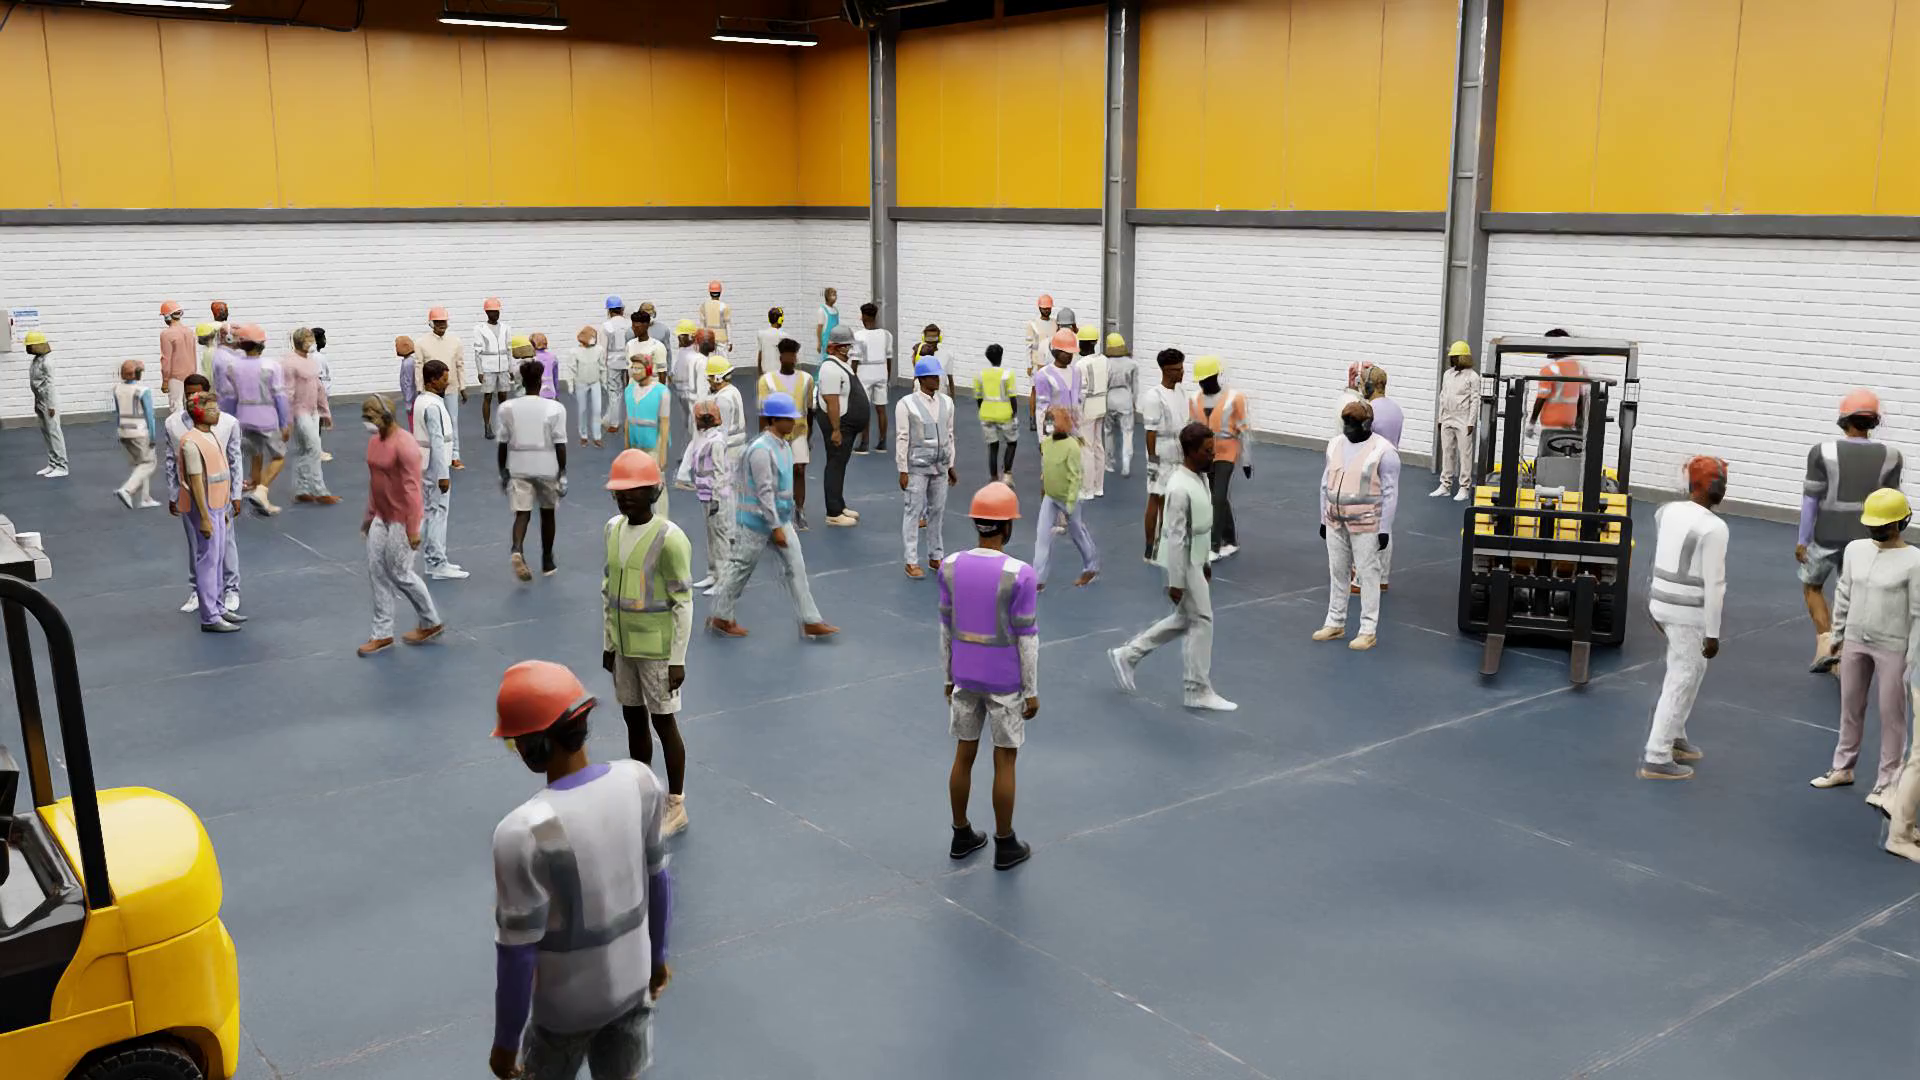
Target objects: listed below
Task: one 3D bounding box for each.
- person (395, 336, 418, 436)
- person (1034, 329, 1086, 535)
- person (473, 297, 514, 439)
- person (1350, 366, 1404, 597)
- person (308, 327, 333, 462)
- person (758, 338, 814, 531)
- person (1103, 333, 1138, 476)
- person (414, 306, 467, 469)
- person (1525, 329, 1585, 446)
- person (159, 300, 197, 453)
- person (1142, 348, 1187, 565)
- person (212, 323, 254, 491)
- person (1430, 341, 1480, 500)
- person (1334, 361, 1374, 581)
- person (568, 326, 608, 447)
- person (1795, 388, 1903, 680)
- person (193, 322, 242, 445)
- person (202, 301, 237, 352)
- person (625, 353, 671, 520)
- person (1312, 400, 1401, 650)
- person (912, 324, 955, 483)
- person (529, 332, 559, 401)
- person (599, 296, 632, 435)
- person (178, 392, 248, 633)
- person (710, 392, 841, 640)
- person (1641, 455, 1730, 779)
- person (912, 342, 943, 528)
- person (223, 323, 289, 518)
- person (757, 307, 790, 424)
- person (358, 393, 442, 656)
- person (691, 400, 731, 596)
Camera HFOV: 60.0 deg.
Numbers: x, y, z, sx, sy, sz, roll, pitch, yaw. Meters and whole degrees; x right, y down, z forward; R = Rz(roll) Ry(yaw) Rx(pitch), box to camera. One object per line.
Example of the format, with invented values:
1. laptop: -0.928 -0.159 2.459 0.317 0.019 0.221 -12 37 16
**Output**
1. person: -6.754 -1.696 20.445 0.289 1.626 0.498 -3 12 -16
2. person: 1.005 -1.059 16.389 0.613 2.031 0.410 -11 16 -42
3. person: -6.389 -2.360 22.873 0.545 1.942 0.354 -11 16 -41
4. person: 3.441 -0.484 13.858 0.381 1.929 0.636 11 16 42
5. person: -8.070 -1.829 20.934 0.322 1.693 0.539 -5 13 -24
6. person: -1.770 -1.101 16.897 0.612 1.917 1.023 -4 12 -18
7. person: 1.890 -1.624 19.895 0.491 1.701 0.758 0 12 1
8. person: -6.303 -1.836 20.206 0.609 1.997 0.370 -7 14 -30
9. person: 6.302 -1.286 17.742 0.659 1.920 0.730 -7 14 -30
10. person: -10.145 -2.113 21.596 0.410 1.980 0.624 2 12 11
11. person: 1.878 -0.766 15.111 0.361 1.964 0.615 8 14 35
12. person: -8.229 -1.505 18.864 0.395 1.899 0.640 -5 13 -24
13. person: 5.458 -1.311 18.289 0.297 1.744 0.487 -9 14 -36
14. person: 3.452 -0.608 14.500 0.401 1.906 0.650 2 12 8
15. person: -4.905 -2.011 21.996 0.561 1.597 0.769 -6 13 -26
16. person: 6.060 -0.021 11.371 0.621 2.025 0.492 2 12 10
17. person: -9.421 -1.868 20.978 0.364 1.749 0.524 -3 12 -14
18. person: -10.183 -2.351 22.970 0.585 1.882 0.337 6 13 27
19. person: -2.982 -0.871 15.917 0.567 1.846 0.403 8 14 34
20. person: 2.907 -0.115 12.280 0.429 1.839 0.634 -10 15 -39
21. person: -0.306 -1.585 19.334 0.505 1.864 0.331 0 12 0
22. person: -5.237 -1.781 20.841 0.313 1.631 0.525 9 15 38
23. person: -4.777 -2.442 23.281 0.606 1.940 0.415 -9 15 -38
24. person: -5.766 -0.216 12.751 0.390 1.846 0.565 -3 12 -12
25. person: -1.433 -0.165 12.423 1.027 1.893 0.585 4 12 19
26. person: 4.192 0.441 9.557 0.631 1.854 0.603 -2 12 -9
27. person: -0.351 -1.047 16.710 0.309 1.868 0.532 5 13 21
28. person: -7.212 -1.201 17.055 0.624 2.032 0.556 1 12 7
29. person: -2.475 -2.175 22.206 0.527 1.856 0.332 5 13 22
30. person: -4.197 -0.126 12.188 0.696 1.896 0.669 11 16 43
31. person: -2.080 -0.359 13.946 0.311 1.639 0.512 -4 12 -20
